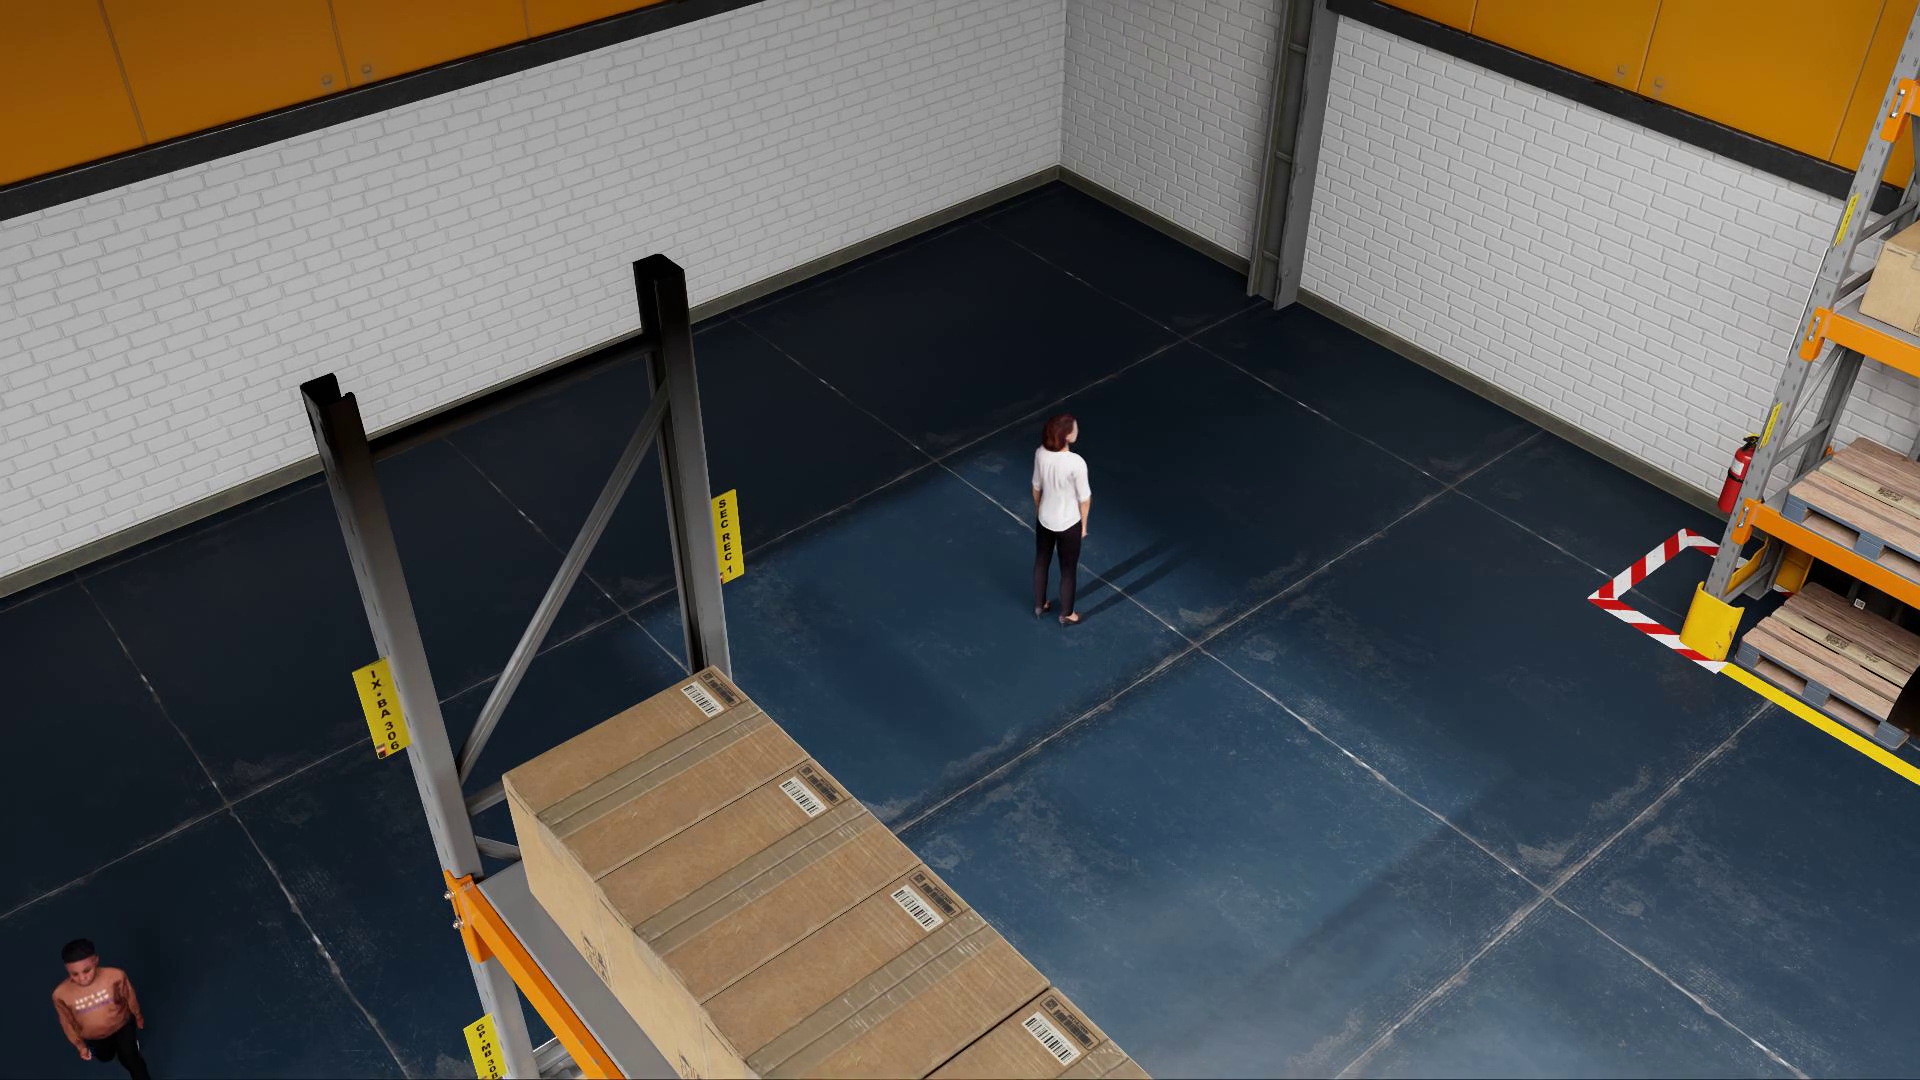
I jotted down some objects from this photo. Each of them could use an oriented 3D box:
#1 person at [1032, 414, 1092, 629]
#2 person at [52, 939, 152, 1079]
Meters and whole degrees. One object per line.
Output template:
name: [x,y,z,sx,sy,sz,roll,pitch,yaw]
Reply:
person: [0.696,-0.120,11.797,0.541,1.793,0.714,24,45,27]
person: [-4.569,2.546,8.900,0.690,1.242,0.905,-15,41,-17]
